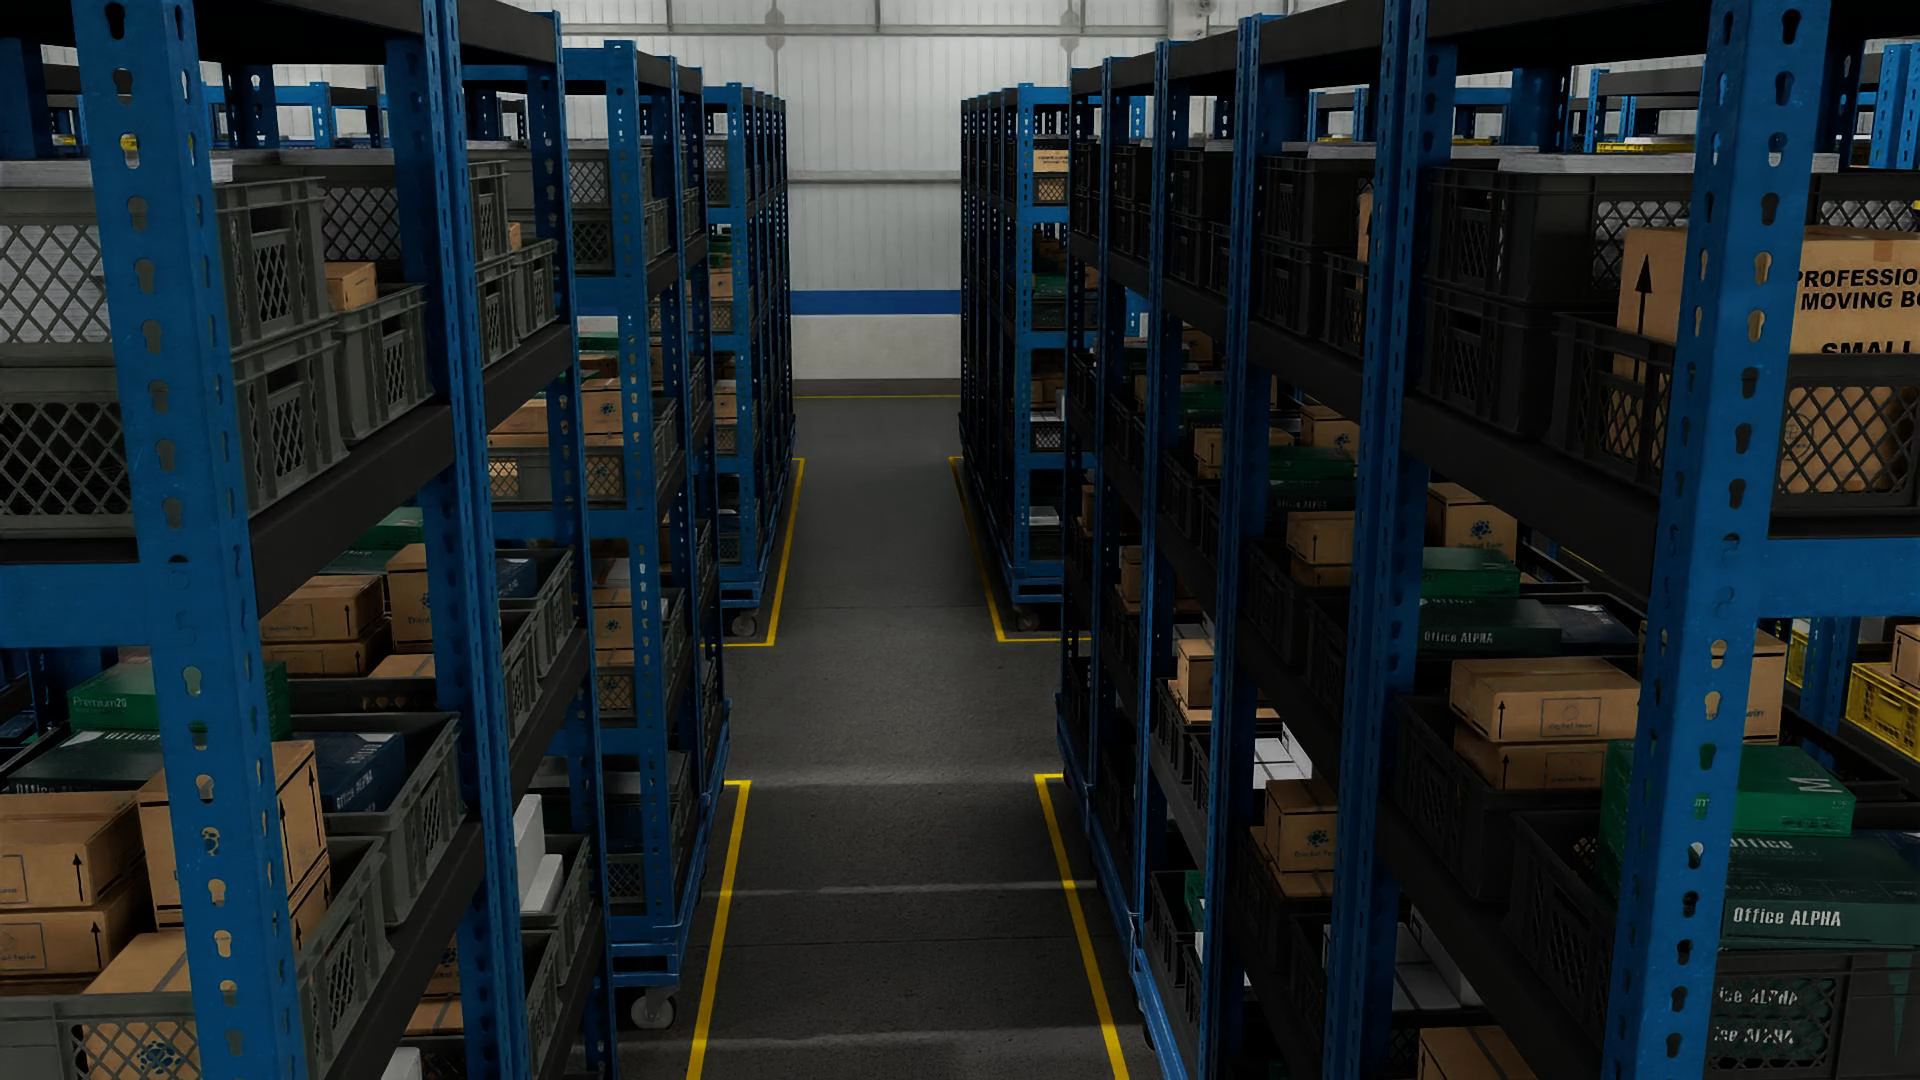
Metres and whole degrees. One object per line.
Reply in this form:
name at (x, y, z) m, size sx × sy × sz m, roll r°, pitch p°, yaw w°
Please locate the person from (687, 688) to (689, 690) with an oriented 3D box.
person at (-1.847, 0.101, 9.606) m, size 0.691 × 1.809 × 0.598 m, roll -4°, pitch 14°, yaw -16°
